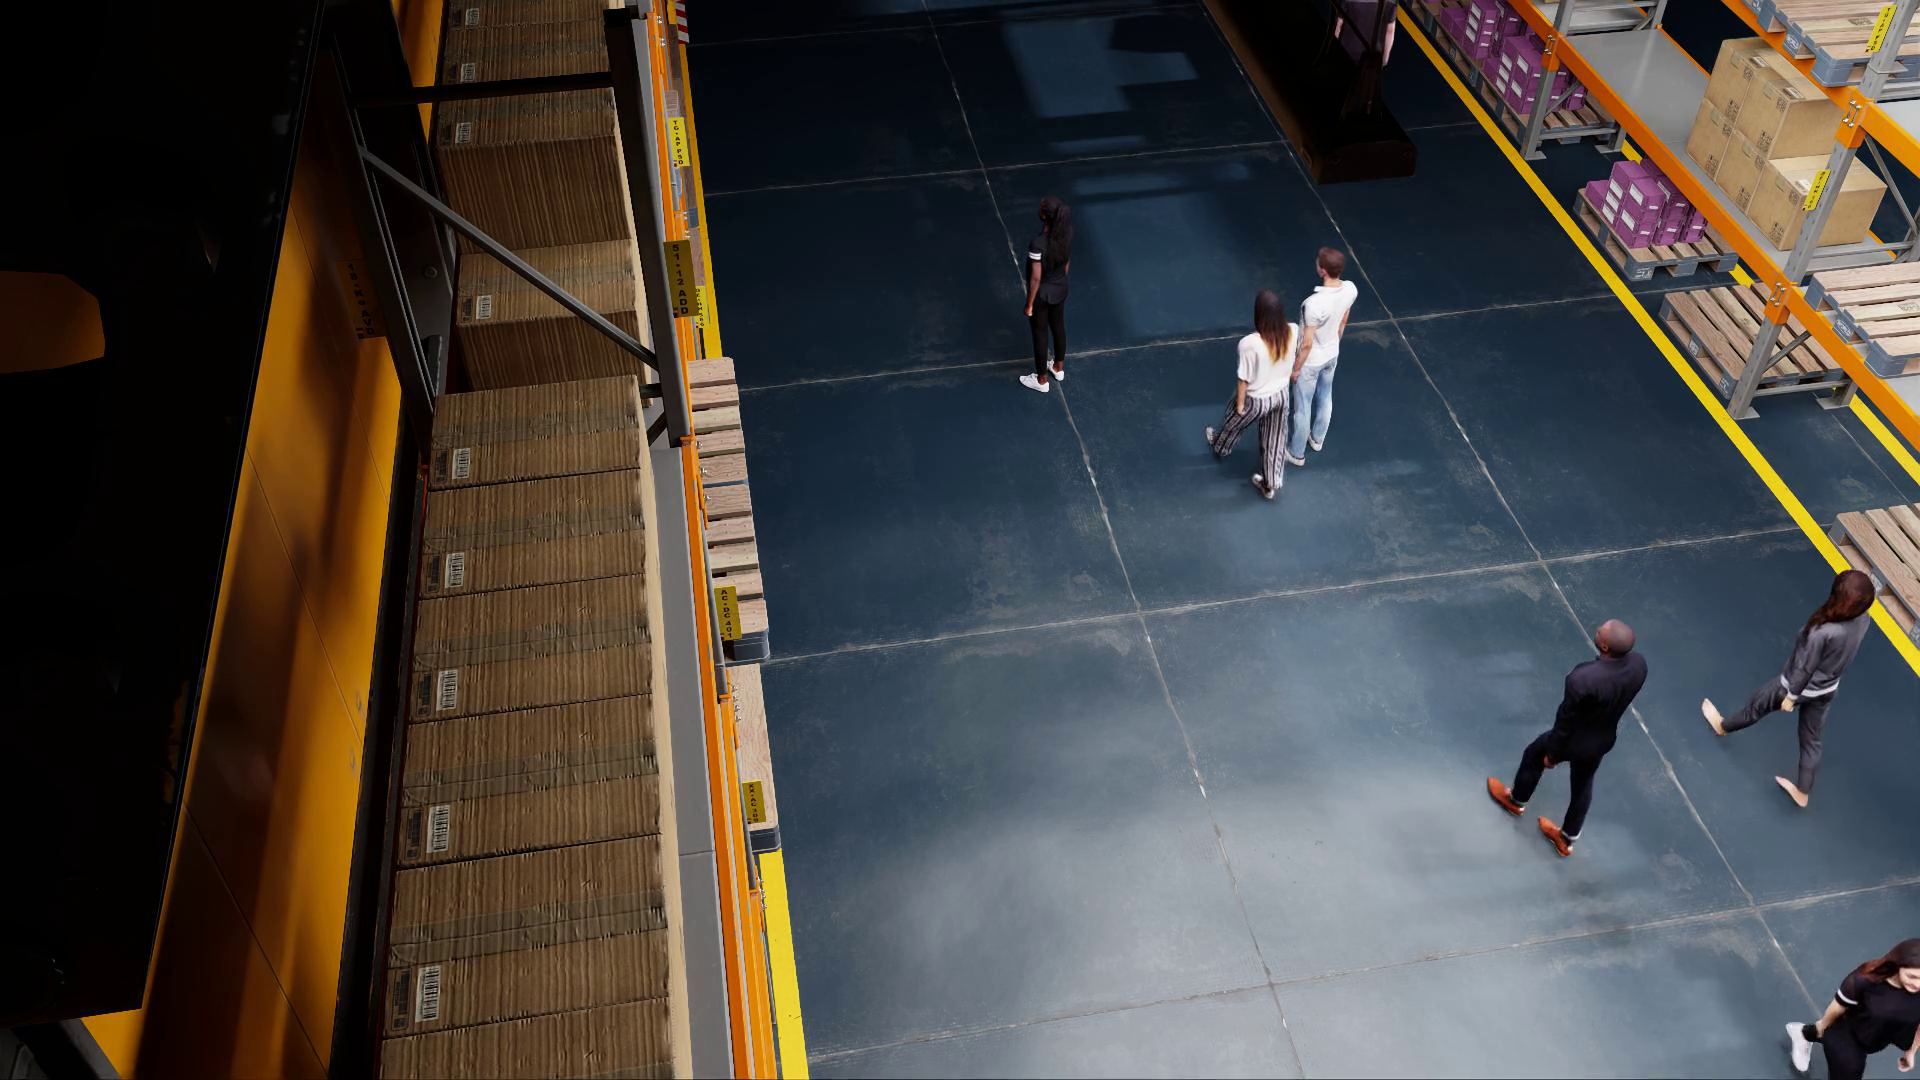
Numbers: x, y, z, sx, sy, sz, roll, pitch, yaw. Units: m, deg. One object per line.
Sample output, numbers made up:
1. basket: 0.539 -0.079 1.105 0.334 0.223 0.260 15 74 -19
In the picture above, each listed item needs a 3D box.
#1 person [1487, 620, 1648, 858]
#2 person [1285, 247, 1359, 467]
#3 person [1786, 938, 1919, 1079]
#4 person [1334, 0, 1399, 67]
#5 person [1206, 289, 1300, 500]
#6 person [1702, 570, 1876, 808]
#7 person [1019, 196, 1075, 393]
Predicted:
1. person: 3.647 1.206 9.646 0.826 1.799 0.959 -15 46 -15
2. person: 2.646 -1.357 12.295 0.725 1.857 0.724 -31 52 -28
3. person: 4.595 2.443 8.491 0.772 1.601 1.138 2 44 2
4. person: 3.747 -4.523 15.634 0.889 1.834 1.003 4 44 5
5. person: 2.247 -1.012 12.092 0.814 1.635 1.143 -15 46 -16
6. person: 5.162 0.926 10.001 0.805 1.715 1.165 -16 46 -16
7. person: 0.681 -1.930 12.988 0.746 1.729 0.713 33 53 30
